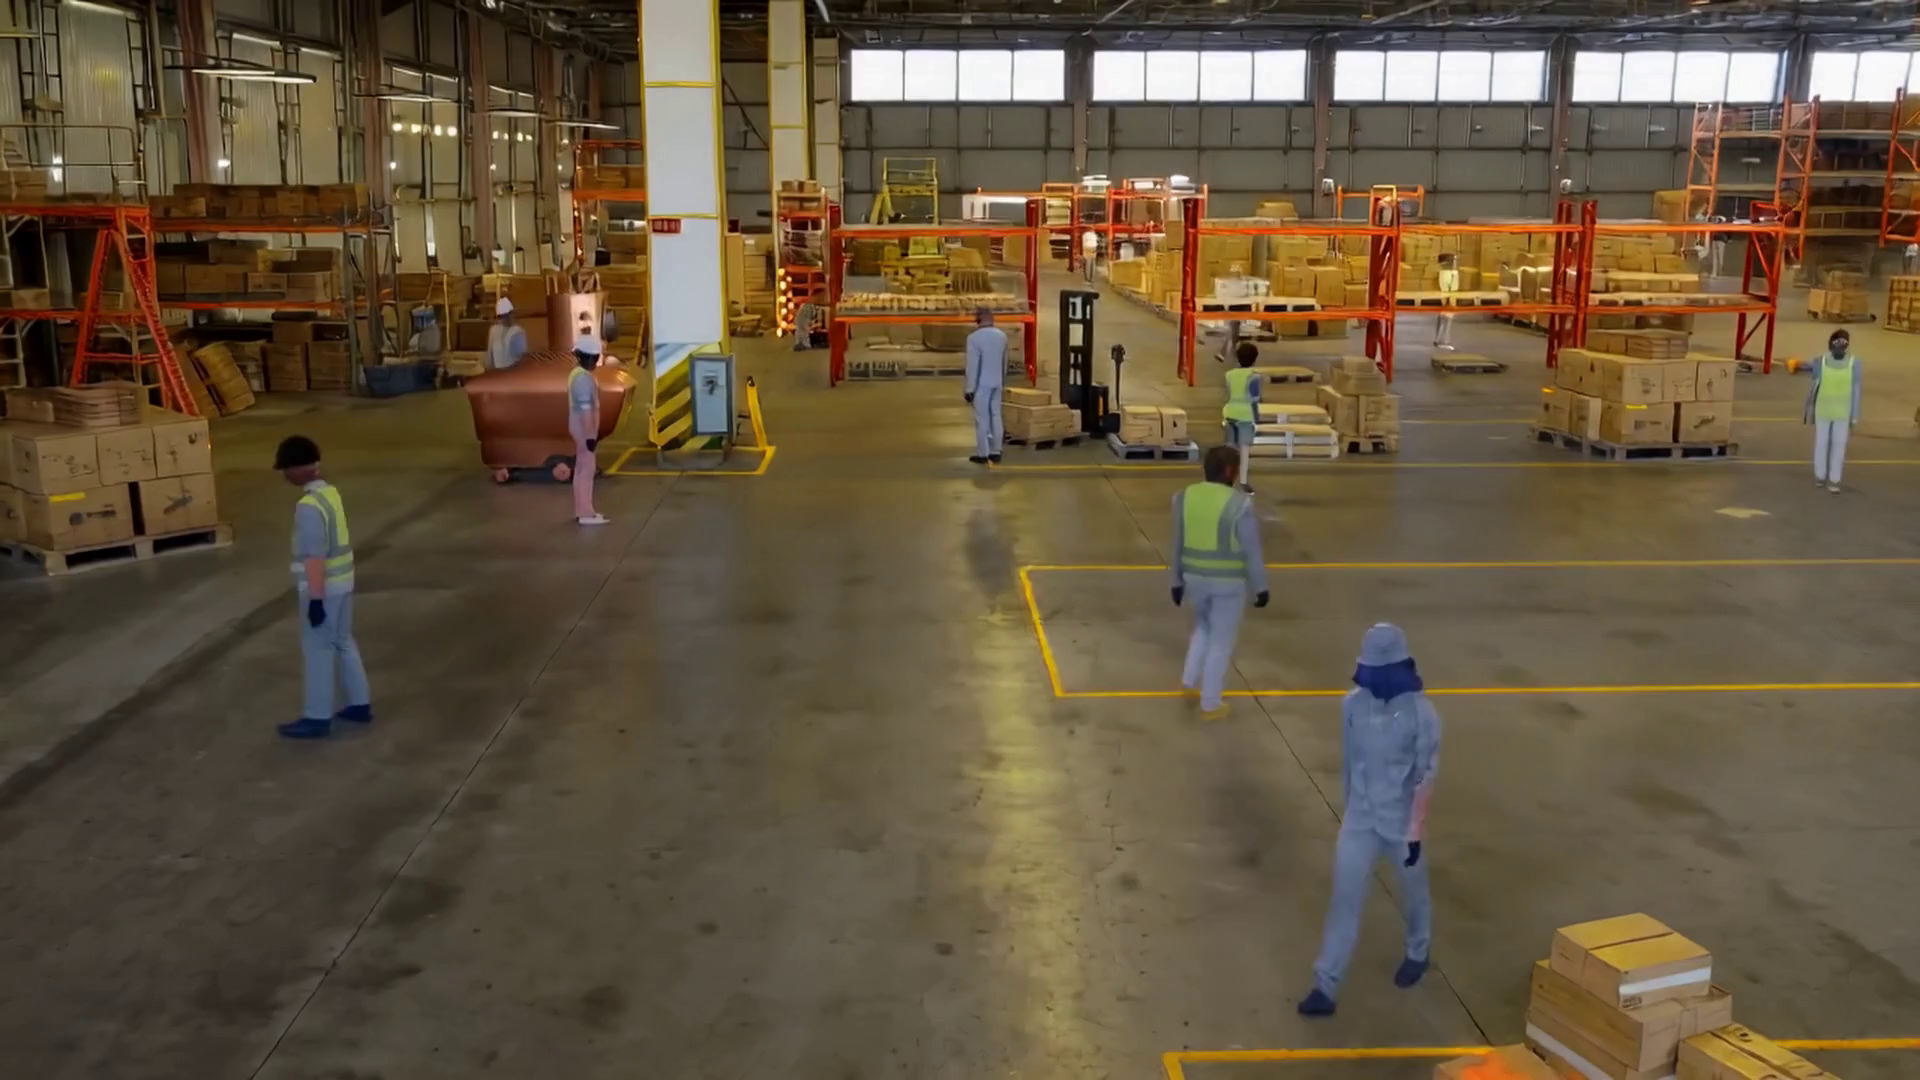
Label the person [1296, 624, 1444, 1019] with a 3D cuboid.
[{"bbox_3d":[1.790,1.182,7.082,0.491,1.695,0.905,10,16,37],"label":"person"}]

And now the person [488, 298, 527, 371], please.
[{"bbox_3d":[-6.022,-2.297,22.328,0.546,1.909,0.872,6,14,24],"label":"person"}]

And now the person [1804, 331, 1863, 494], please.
[{"bbox_3d":[9.772,-1.428,18.635,0.551,1.794,0.965,6,14,25],"label":"person"}]

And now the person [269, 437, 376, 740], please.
[{"bbox_3d":[-4.096,0.296,10.576,0.581,1.928,0.664,-2,13,-8],"label":"person"}]

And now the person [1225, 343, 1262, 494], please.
[{"bbox_3d":[3.144,-1.348,18.526,0.323,1.688,0.548,-8,15,-33],"label":"person"}]

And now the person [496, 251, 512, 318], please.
[{"bbox_3d":[-11.217,-6.260,40.834,0.313,1.634,0.515,-10,16,-38],"label":"person"}]

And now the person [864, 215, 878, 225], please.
[{"bbox_3d":[-3.523,-11.641,64.477,0.666,1.909,0.791,7,14,28],"label":"person"}]

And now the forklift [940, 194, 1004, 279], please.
[{"bbox_3d":[0.380,-10.009,54.909,1.873,2.768,1.129,-7,14,-30],"label":"forklift"}]

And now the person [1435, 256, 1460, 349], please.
[{"bbox_3d":[9.899,-4.810,33.738,0.350,1.878,0.567,-6,14,-26],"label":"person"}]

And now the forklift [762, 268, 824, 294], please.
[{"bbox_3d":[-4.844,-8.616,48.621,1.873,2.768,1.129,0,12,-2],"label":"forklift"}]

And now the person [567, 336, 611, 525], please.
[{"bbox_3d":[-3.785,-1.109,16.922,0.381,1.917,0.585,-4,13,-19],"label":"person"}]

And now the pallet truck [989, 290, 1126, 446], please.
[{"bbox_3d":[1.257,-2.299,22.111,1.885,1.965,0.823,-9,15,-35],"label":"pallet truck"}]

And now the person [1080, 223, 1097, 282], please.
[{"bbox_3d":[4.169,-9.305,53.926,0.558,1.920,0.763,1,13,4],"label":"person"}]

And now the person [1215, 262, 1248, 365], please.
[{"bbox_3d":[5.090,-4.231,31.068,0.864,1.898,0.598,-10,16,-38],"label":"person"}]

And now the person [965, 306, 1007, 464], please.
[{"bbox_3d":[0.314,-1.900,20.445,0.635,1.937,0.352,-12,17,-43],"label":"person"}]

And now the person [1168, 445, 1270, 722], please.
[{"bbox_3d":[1.677,0.286,10.832,0.629,1.823,0.455,12,17,43],"label":"person"}]
